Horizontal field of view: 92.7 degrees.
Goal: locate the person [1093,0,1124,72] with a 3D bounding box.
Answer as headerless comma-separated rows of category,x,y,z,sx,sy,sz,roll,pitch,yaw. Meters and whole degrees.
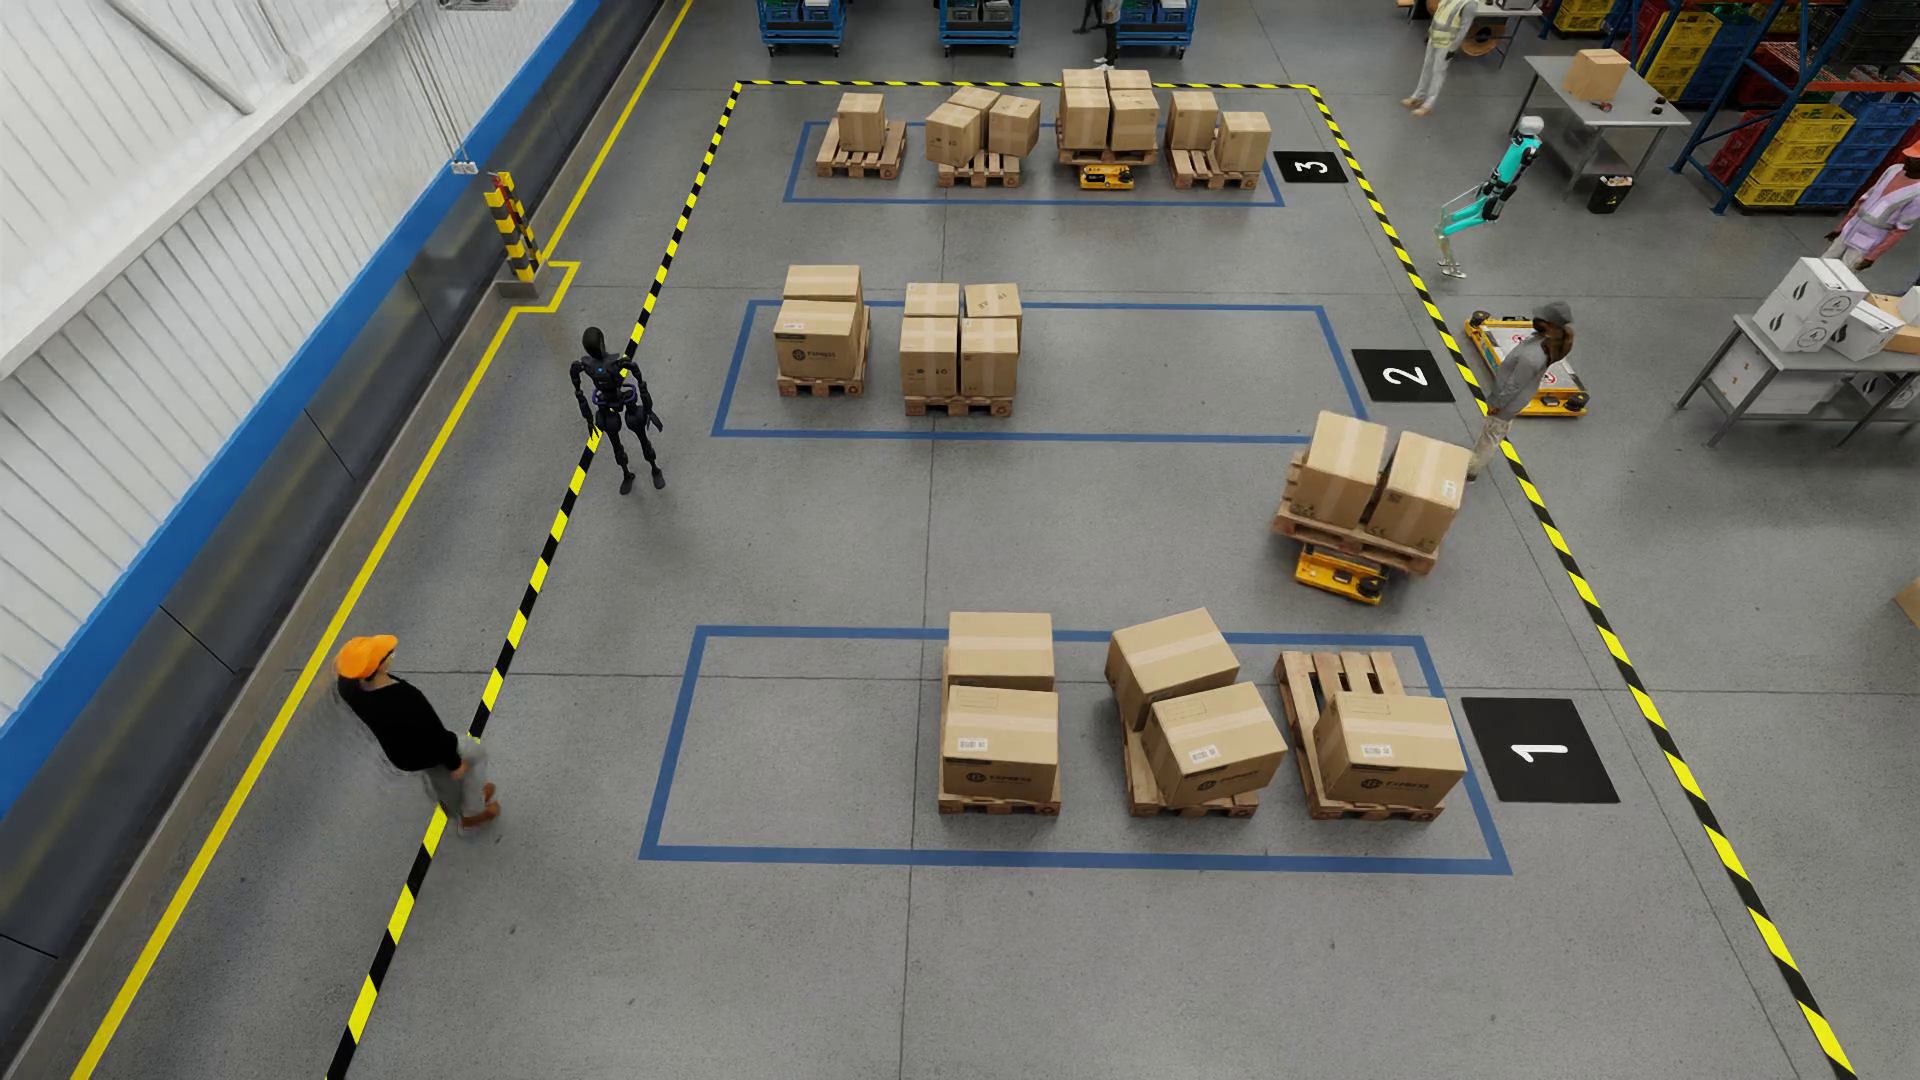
person,2.157,-7.753,13.199,0.403,1.848,0.589,6,49,5

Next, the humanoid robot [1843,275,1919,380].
humanoid robot,8.589,-2.035,8.375,0.609,1.629,0.490,-32,56,-24

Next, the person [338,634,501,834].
person,-3.175,1.177,5.463,0.587,1.870,0.431,14,51,12

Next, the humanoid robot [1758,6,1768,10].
humanoid robot,13.419,-9.592,14.894,0.315,1.657,0.599,-20,52,-16

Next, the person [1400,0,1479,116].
person,6.457,-6.678,12.274,0.429,1.840,0.630,-6,49,-5

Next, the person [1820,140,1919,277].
person,8.712,-2.921,8.889,0.370,2.042,0.613,2,49,2

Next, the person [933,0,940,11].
person,-0.294,-9.666,14.779,0.369,1.963,0.606,11,50,9

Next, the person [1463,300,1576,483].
person,4.574,-1.204,7.582,0.398,1.769,0.567,34,57,26

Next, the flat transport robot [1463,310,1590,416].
flat transport robot,5.573,-1.757,9.054,0.659,0.231,1.431,1,49,1

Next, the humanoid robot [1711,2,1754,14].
humanoid robot,11.235,-7.856,13.383,0.812,1.788,0.535,-22,53,-18

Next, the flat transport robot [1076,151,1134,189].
flat transport robot,1.845,-4.982,11.827,0.652,0.197,1.431,1,49,1

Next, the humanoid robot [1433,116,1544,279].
humanoid robot,5.367,-3.568,9.562,0.735,1.677,0.533,8,50,7

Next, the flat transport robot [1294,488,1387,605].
flat transport robot,3.255,-0.133,7.630,0.652,0.197,1.431,18,51,15

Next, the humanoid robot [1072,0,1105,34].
humanoid robot,2.060,-8.774,14.202,0.656,1.637,0.588,-13,50,-11

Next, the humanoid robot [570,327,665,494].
humanoid robot,-2.773,-1.040,7.493,0.599,1.656,0.315,-8,50,-7
